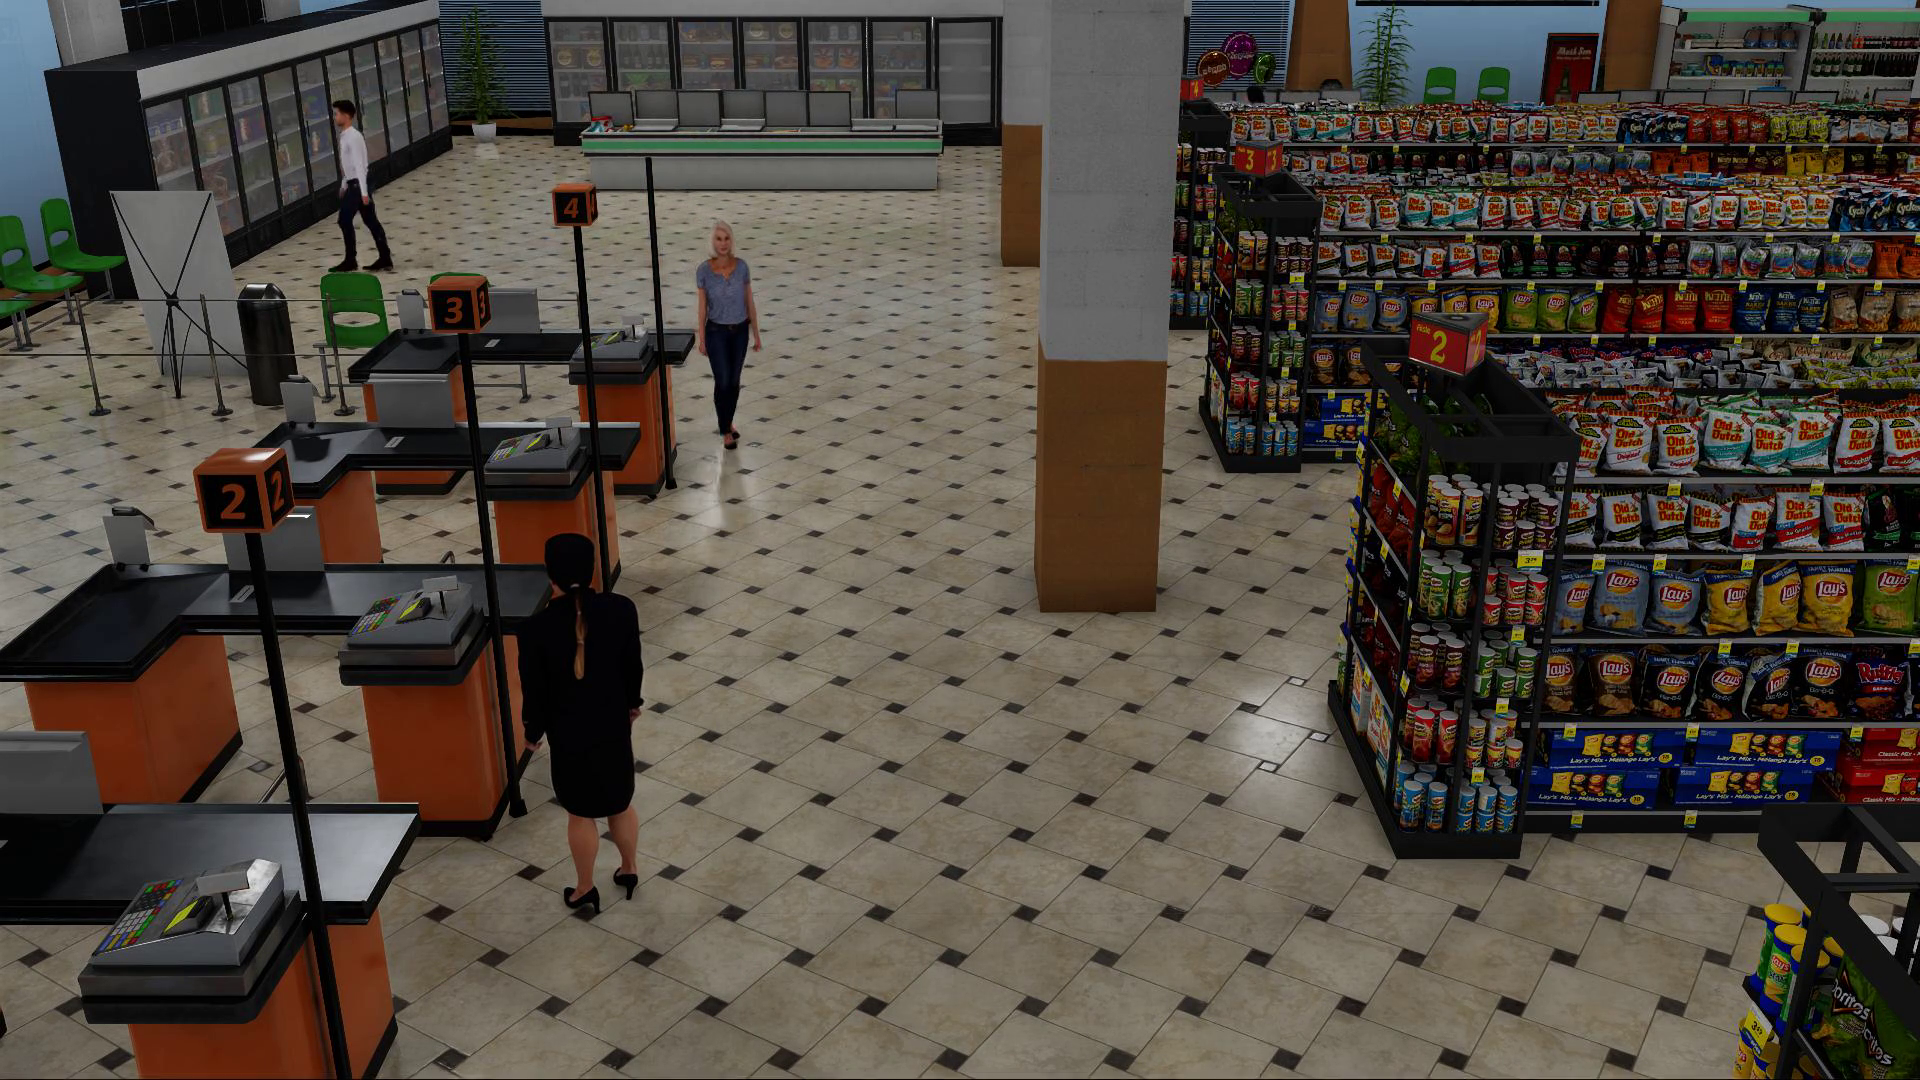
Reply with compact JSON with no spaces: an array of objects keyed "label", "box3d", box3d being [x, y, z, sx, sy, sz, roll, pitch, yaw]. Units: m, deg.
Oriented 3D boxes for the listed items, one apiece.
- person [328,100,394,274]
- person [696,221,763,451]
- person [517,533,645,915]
[{"label":"person","box3d":[-6.448,-3.844,18.133,0.969,1.844,0.754,-5,23,-13]},{"label":"person","box3d":[-1.803,-1.591,12.718,0.900,1.701,0.860,-11,24,-25]},{"label":"person","box3d":[-1.539,0.779,6.861,0.765,1.671,0.863,-14,26,-31]}]
